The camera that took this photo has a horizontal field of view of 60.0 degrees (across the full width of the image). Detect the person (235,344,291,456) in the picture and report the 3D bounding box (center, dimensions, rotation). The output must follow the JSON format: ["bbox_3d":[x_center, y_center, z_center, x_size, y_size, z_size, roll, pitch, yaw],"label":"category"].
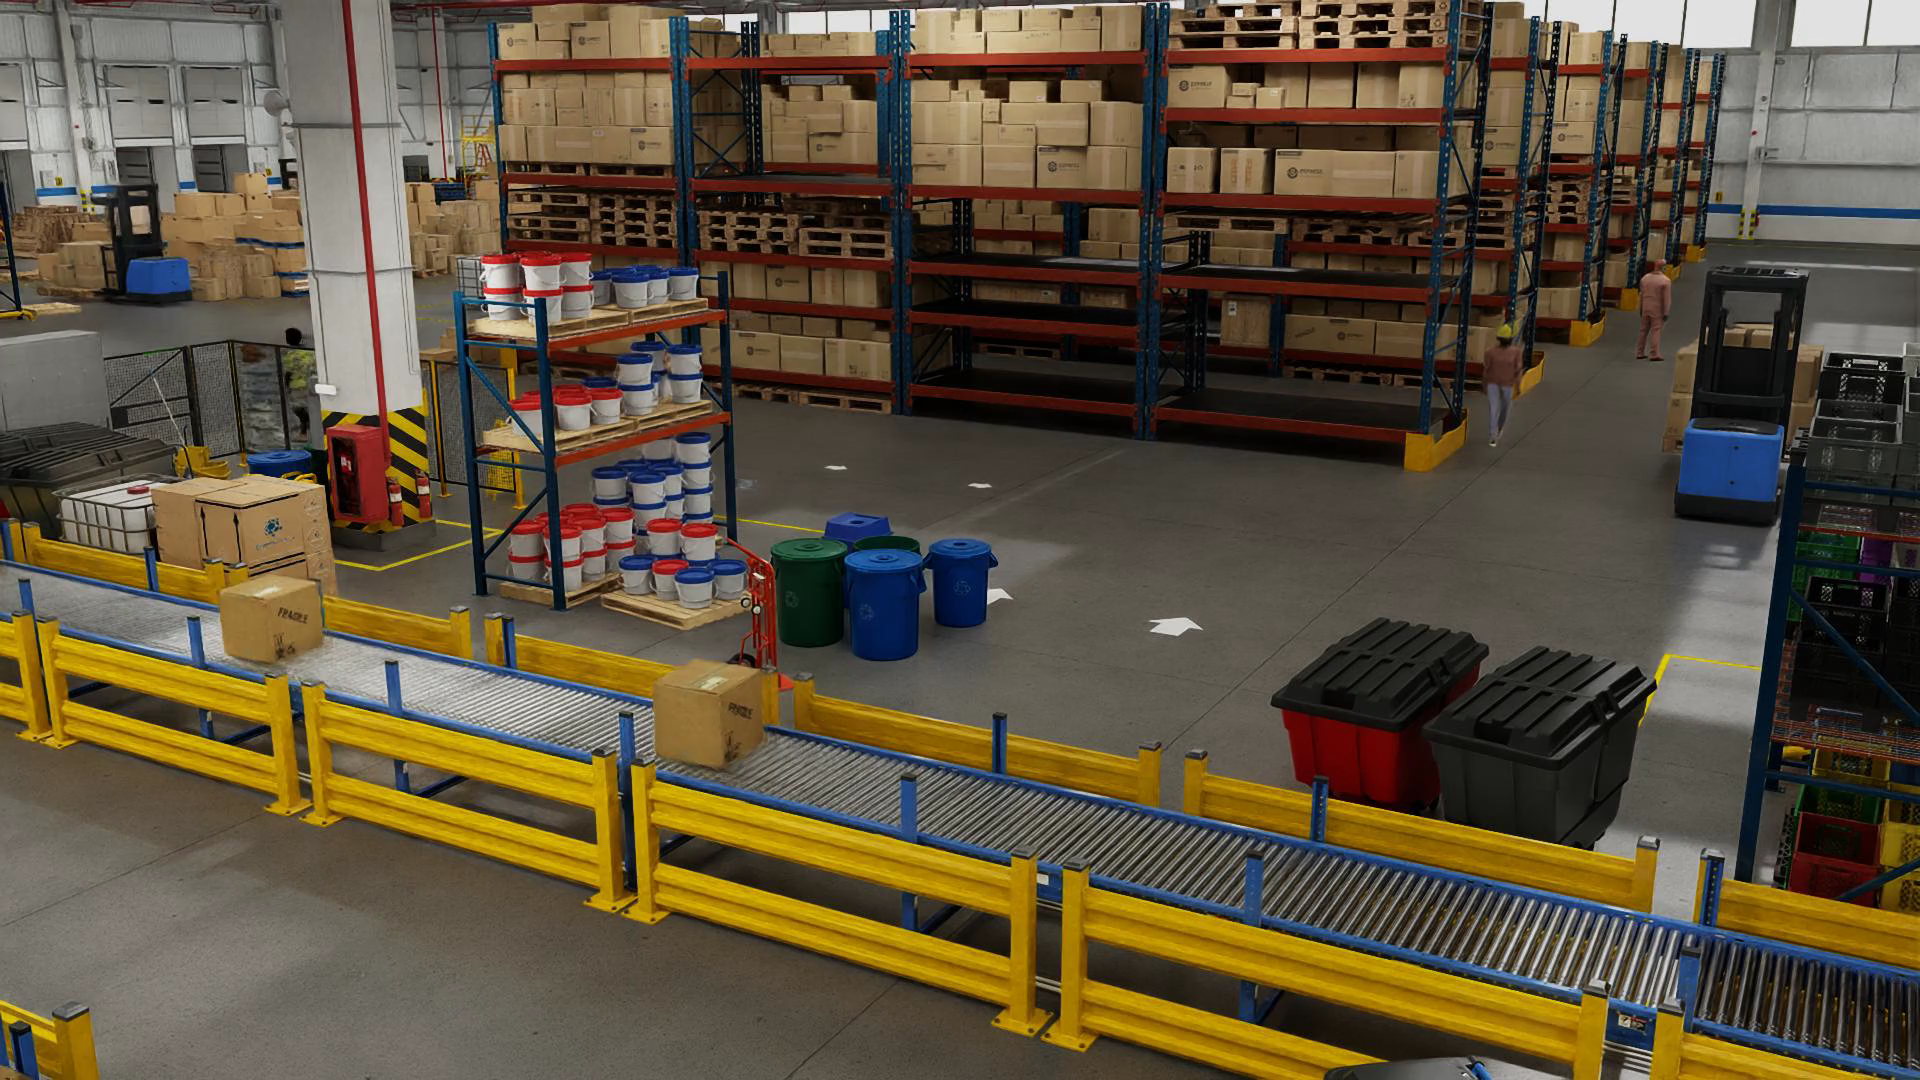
[{"bbox_3d":[-9.556,-1.897,22.720,0.859,1.583,0.507,0,15,1],"label":"person"}]

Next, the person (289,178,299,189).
[{"bbox_3d":[-27.132,-14.131,68.048,0.588,1.927,0.370,-13,20,-41],"label":"person"}]

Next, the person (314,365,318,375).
[{"bbox_3d":[-8.510,-2.118,22.803,1.011,1.978,0.606,6,16,21],"label":"person"}]

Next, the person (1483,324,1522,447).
[{"bbox_3d":[7.693,-2.228,23.664,0.522,1.740,0.706,3,15,11],"label":"person"}]

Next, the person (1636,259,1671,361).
[{"bbox_3d":[13.033,-4.307,31.176,0.400,1.901,0.642,-9,17,-29],"label":"person"}]

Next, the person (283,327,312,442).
[{"bbox_3d":[-9.292,-2.184,23.608,0.643,1.675,0.531,2,15,9],"label":"person"}]

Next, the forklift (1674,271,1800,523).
[{"bbox_3d":[9.269,-1.763,19.726,1.129,2.768,1.873,8,17,27],"label":"forklift"}]

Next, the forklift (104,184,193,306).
[{"bbox_3d":[-19.488,-7.072,39.686,1.873,2.768,1.129,8,17,28],"label":"forklift"}]

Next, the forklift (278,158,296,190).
[{"bbox_3d":[-22.529,-11.525,56.427,1.873,2.768,1.129,8,17,28],"label":"forklift"}]

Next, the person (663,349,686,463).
[{"bbox_3d":[-3.581,-1.390,20.232,0.576,1.889,0.645,9,17,30],"label":"person"}]

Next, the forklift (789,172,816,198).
[{"bbox_3d":[-5.072,-10.804,53.713,1.129,2.768,1.873,8,17,28],"label":"forklift"}]
